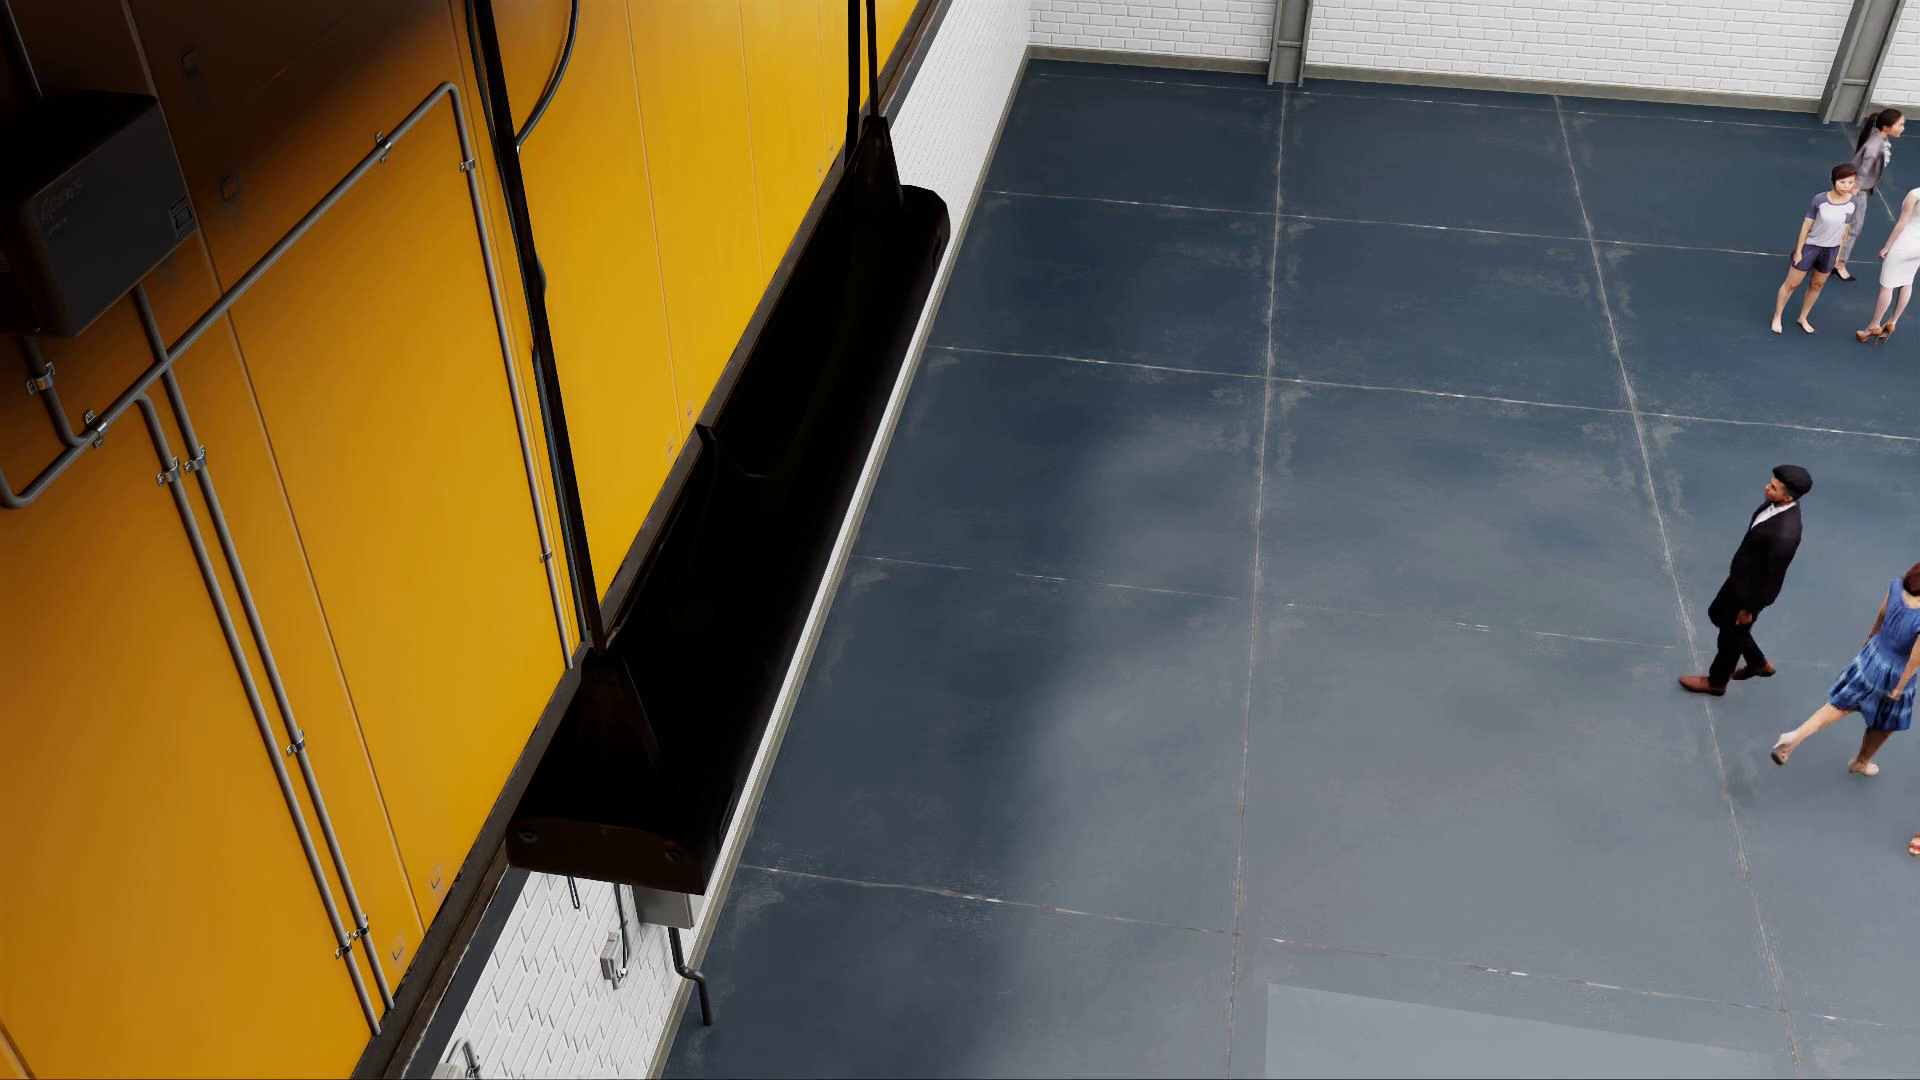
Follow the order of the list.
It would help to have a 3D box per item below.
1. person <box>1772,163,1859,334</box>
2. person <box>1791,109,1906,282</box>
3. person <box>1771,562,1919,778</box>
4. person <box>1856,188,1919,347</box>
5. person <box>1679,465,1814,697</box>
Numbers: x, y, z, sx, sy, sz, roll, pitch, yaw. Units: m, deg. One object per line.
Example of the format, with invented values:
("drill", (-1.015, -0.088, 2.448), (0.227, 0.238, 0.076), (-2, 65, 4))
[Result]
("person", (7.410, -2.528, 14.347), (0.497, 1.566, 0.650), (1, 39, 1))
("person", (8.028, -3.156, 15.072), (0.891, 1.643, 0.742), (12, 40, 15))
("person", (5.457, 0.829, 9.976), (1.119, 1.775, 0.890), (-7, 39, -9))
("person", (8.028, -2.463, 14.084), (0.551, 1.794, 0.689), (-10, 40, -12))
("person", (5.140, 0.299, 10.563), (0.847, 1.871, 0.794), (14, 41, 17))
